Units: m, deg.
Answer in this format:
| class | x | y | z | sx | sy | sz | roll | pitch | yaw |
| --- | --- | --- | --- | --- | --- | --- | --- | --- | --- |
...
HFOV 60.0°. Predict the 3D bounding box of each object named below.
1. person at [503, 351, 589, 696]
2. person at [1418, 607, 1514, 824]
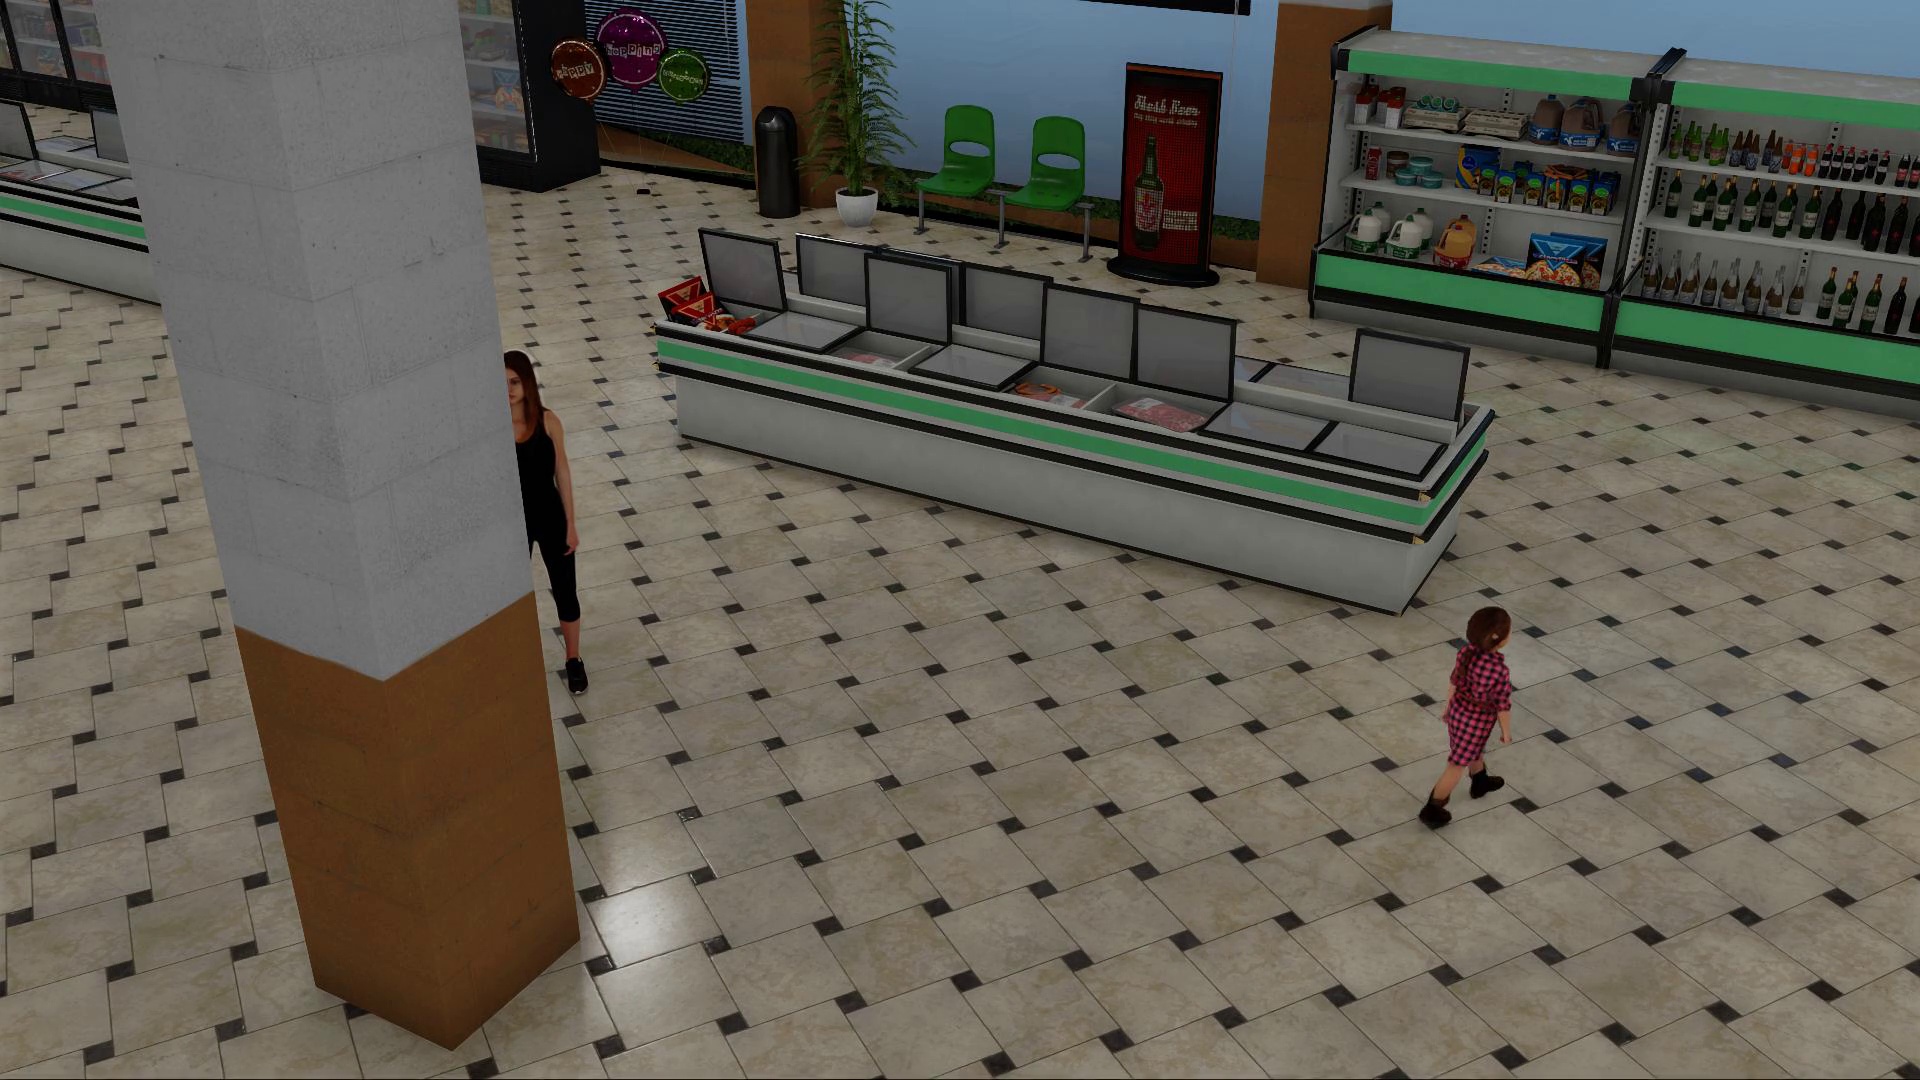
| class | x | y | z | sx | sy | sz | roll | pitch | yaw |
| --- | --- | --- | --- | --- | --- | --- | --- | --- | --- |
| person | -1.997 | -0.070 | 7.791 | 0.629 | 1.726 | 0.716 | -3 | 27 | -7 |
| person | 2.118 | 0.752 | 6.966 | 0.710 | 1.007 | 0.738 | -15 | 30 | -27 |
